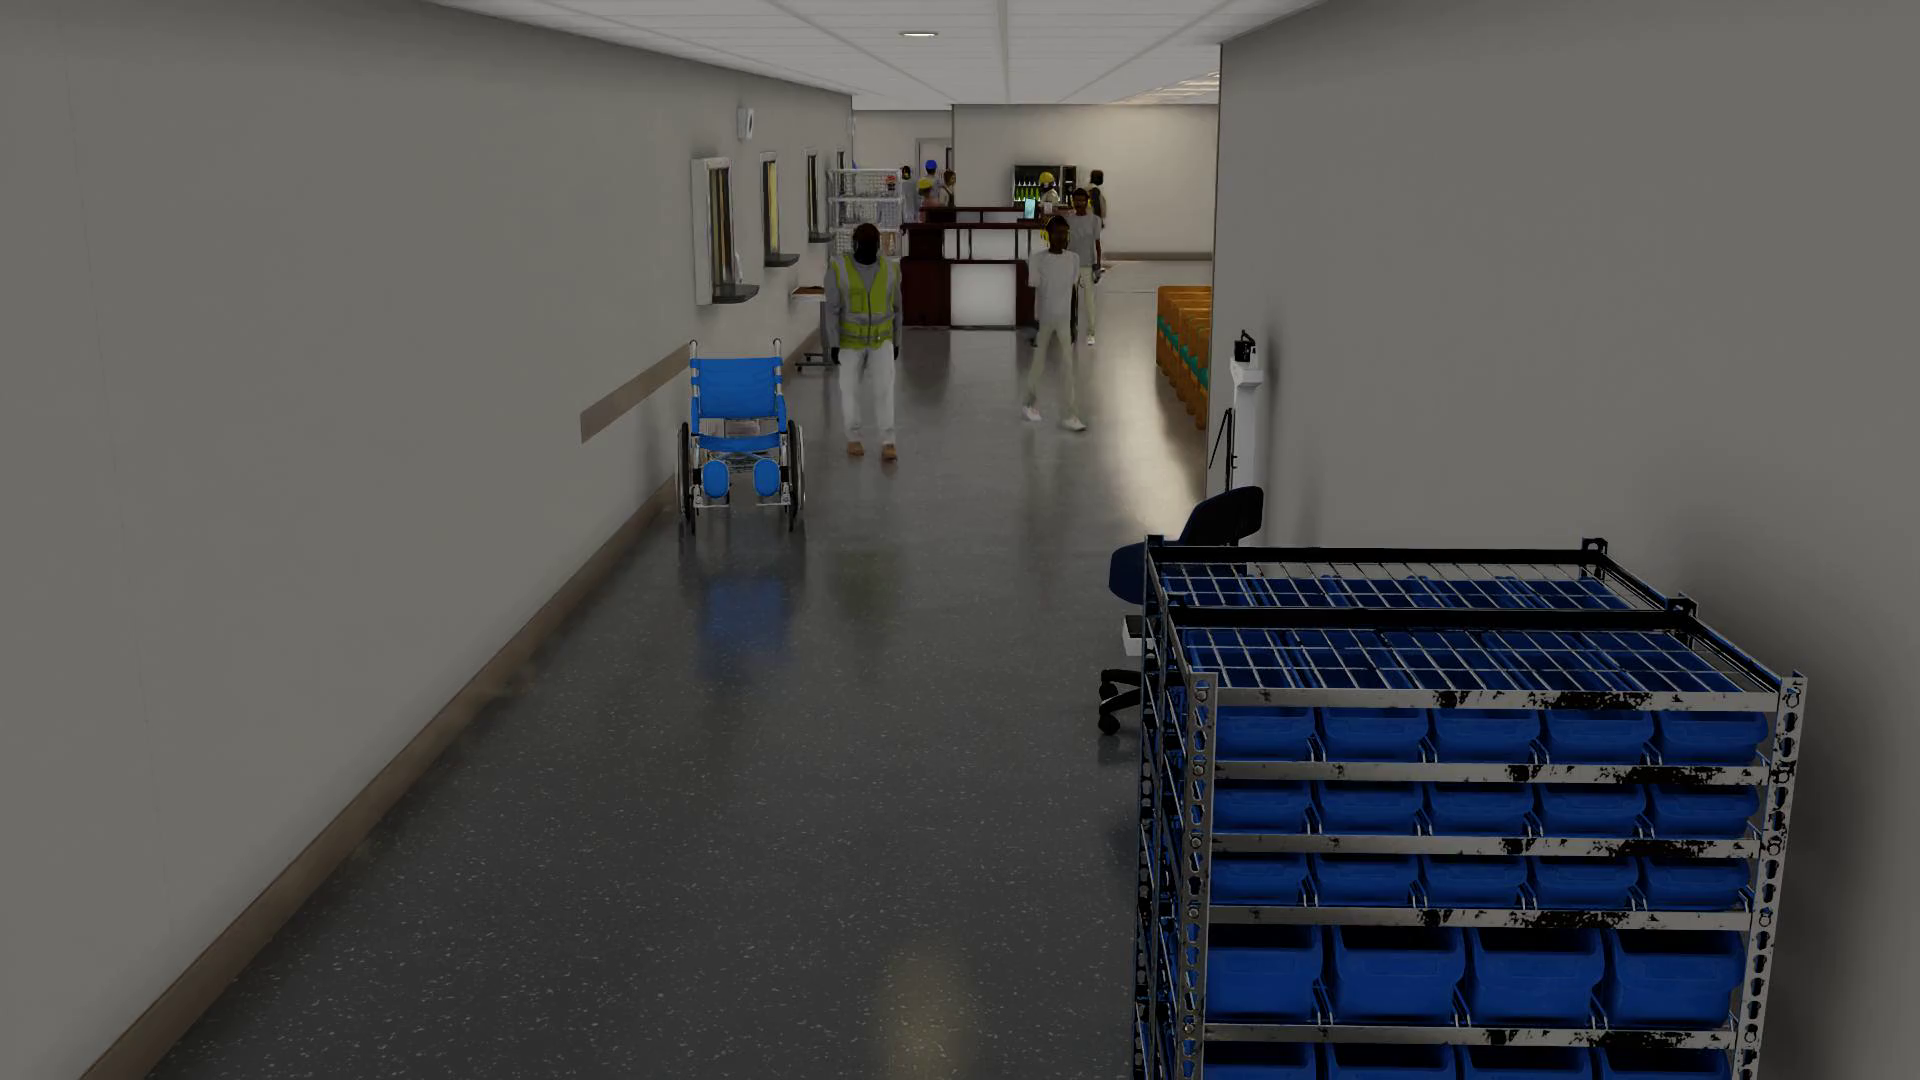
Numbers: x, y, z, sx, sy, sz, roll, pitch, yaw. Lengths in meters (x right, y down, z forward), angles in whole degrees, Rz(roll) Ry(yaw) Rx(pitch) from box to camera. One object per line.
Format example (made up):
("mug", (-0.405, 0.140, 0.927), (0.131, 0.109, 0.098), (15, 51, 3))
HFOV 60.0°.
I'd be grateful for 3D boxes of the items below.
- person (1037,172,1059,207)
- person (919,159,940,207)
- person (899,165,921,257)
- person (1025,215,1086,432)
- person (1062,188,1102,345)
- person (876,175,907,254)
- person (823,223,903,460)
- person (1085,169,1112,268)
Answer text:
("person", (1.493, -5.327, 28.297), (0.404, 1.824, 0.591), (0, 14, -2))
("person", (-0.581, -6.565, 33.055), (0.380, 1.951, 0.605), (-11, 18, -39))
("person", (-0.898, -6.610, 33.508), (0.695, 1.832, 0.347), (-8, 16, -29))
("person", (0.794, -1.871, 14.286), (0.565, 1.821, 0.976), (-6, 15, -22))
("person", (1.437, -3.245, 19.784), (0.505, 1.861, 0.330), (5, 15, 18))
("person", (-1.221, -5.606, 29.595), (0.563, 1.742, 0.360), (0, 14, -1))
("person", (-0.717, -1.506, 12.808), (0.633, 1.816, 0.823), (-3, 14, -13))
("person", (2.487, -5.891, 30.607), (0.508, 1.838, 0.637), (0, 14, 2))
